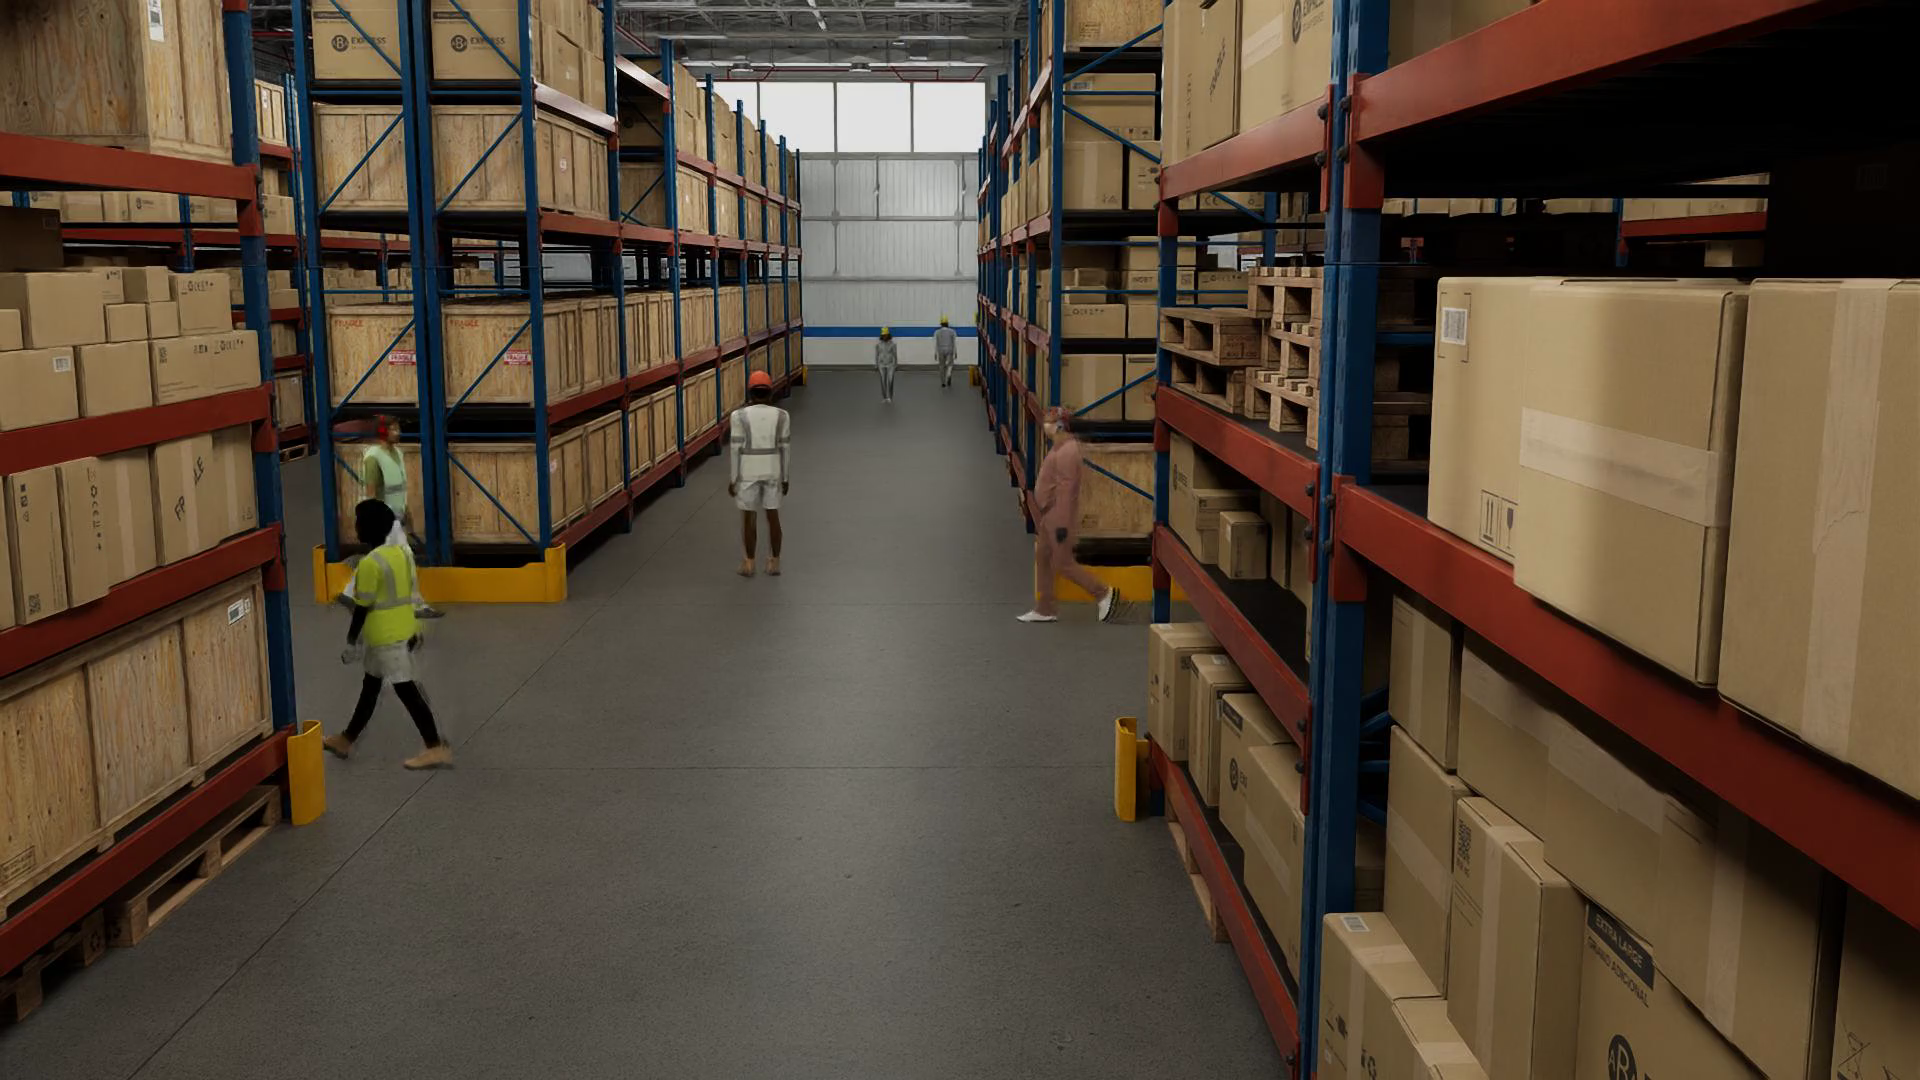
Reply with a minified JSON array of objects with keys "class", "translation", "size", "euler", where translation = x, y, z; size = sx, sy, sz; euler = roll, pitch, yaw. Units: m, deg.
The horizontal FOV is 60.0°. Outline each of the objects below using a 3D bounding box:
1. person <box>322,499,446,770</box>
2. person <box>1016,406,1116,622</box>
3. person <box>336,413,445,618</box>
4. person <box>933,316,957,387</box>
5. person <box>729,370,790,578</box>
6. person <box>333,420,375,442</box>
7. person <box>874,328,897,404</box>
[{"class":"person","translation":[-3.547,0.579,10.052],"size":[0.897,1.644,0.552],"euler":[0,9,-1]},{"class":"person","translation":[0.905,-0.204,14.156],"size":[0.765,1.880,0.651],"euler":[-1,9,-3]},{"class":"person","translation":[-5.003,-0.209,14.421],"size":[0.925,1.811,0.581],"euler":[0,9,0]},{"class":"person","translation":[-0.385,-4.823,42.675],"size":[0.616,1.813,0.482],"euler":[0,9,2]},{"class":"person","translation":[-1.978,-0.649,16.403],"size":[0.612,2.041,0.390],"euler":[-4,10,-22]},{"class":"person","translation":[-6.989,-1.009,19.124],"size":[0.674,1.863,0.932],"euler":[-1,9,-7]},{"class":"person","translation":[-1.675,-3.905,37.373],"size":[0.498,1.710,0.825],"euler":[1,9,4]}]
